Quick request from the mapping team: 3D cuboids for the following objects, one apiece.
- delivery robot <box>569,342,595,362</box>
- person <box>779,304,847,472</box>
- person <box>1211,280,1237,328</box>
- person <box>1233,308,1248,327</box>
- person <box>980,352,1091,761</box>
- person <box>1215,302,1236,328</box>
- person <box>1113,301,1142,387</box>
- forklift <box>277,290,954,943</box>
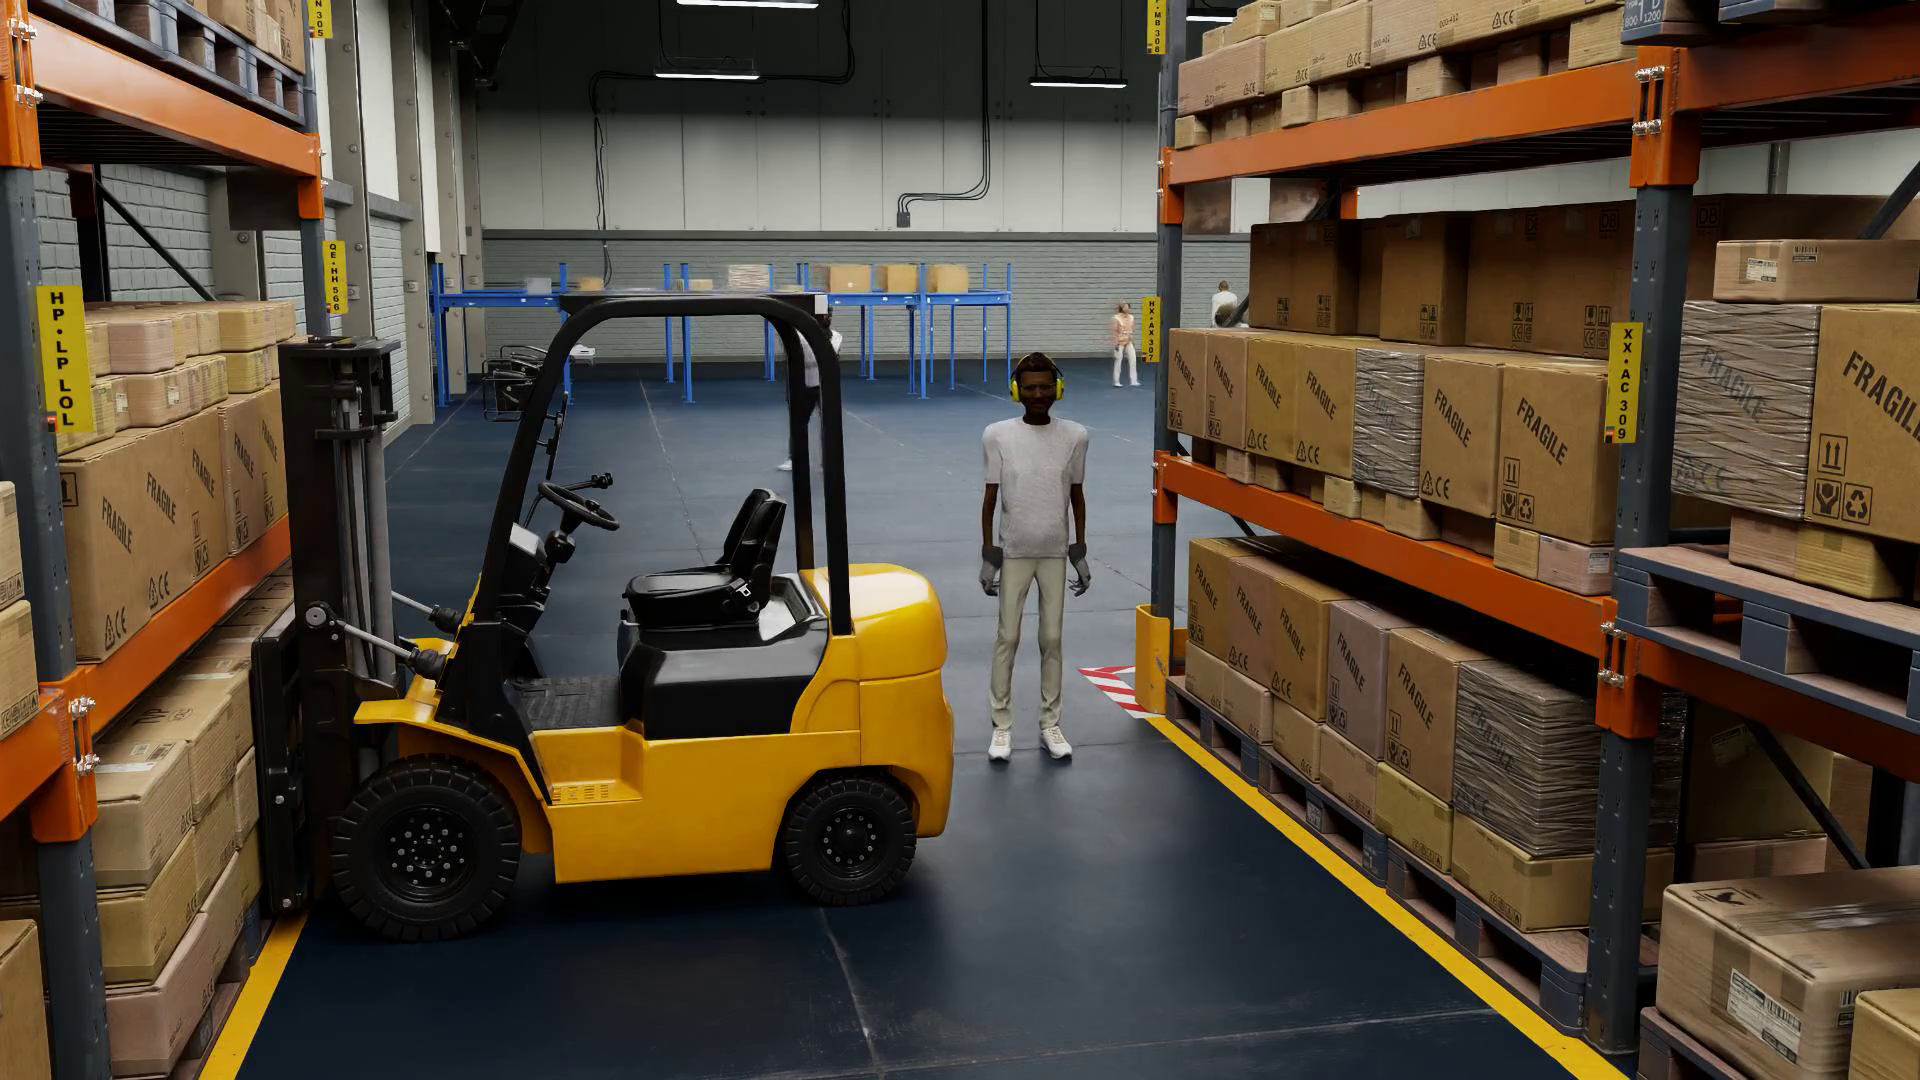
[{"bbox_3d":[-8.711,-4.290,38.060,0.707,0.478,0.477,-2,10,-12],"label":"delivery robot"},{"bbox_3d":[-1.641,-1.687,18.401,0.658,1.874,0.724,-5,10,-27],"label":"person"},{"bbox_3d":[6.191,-5.119,39.063,0.627,1.939,0.371,-2,9,-11],"label":"person"},{"bbox_3d":[4.314,-2.776,25.703,0.495,1.629,0.526,-9,13,-43],"label":"person"},{"bbox_3d":[0.347,0.075,7.609,0.514,1.871,0.327,-1,9,-8],"label":"person"},{"bbox_3d":[2.647,-1.474,16.994,0.635,1.884,1.014,-5,11,-28],"label":"person"},{"bbox_3d":[3.129,-3.656,31.130,0.537,1.608,0.718,-6,11,-33],"label":"person"},{"bbox_3d":[-1.179,0.175,6.143,2.313,2.155,1.214,-2,10,-12],"label":"forklift"}]
